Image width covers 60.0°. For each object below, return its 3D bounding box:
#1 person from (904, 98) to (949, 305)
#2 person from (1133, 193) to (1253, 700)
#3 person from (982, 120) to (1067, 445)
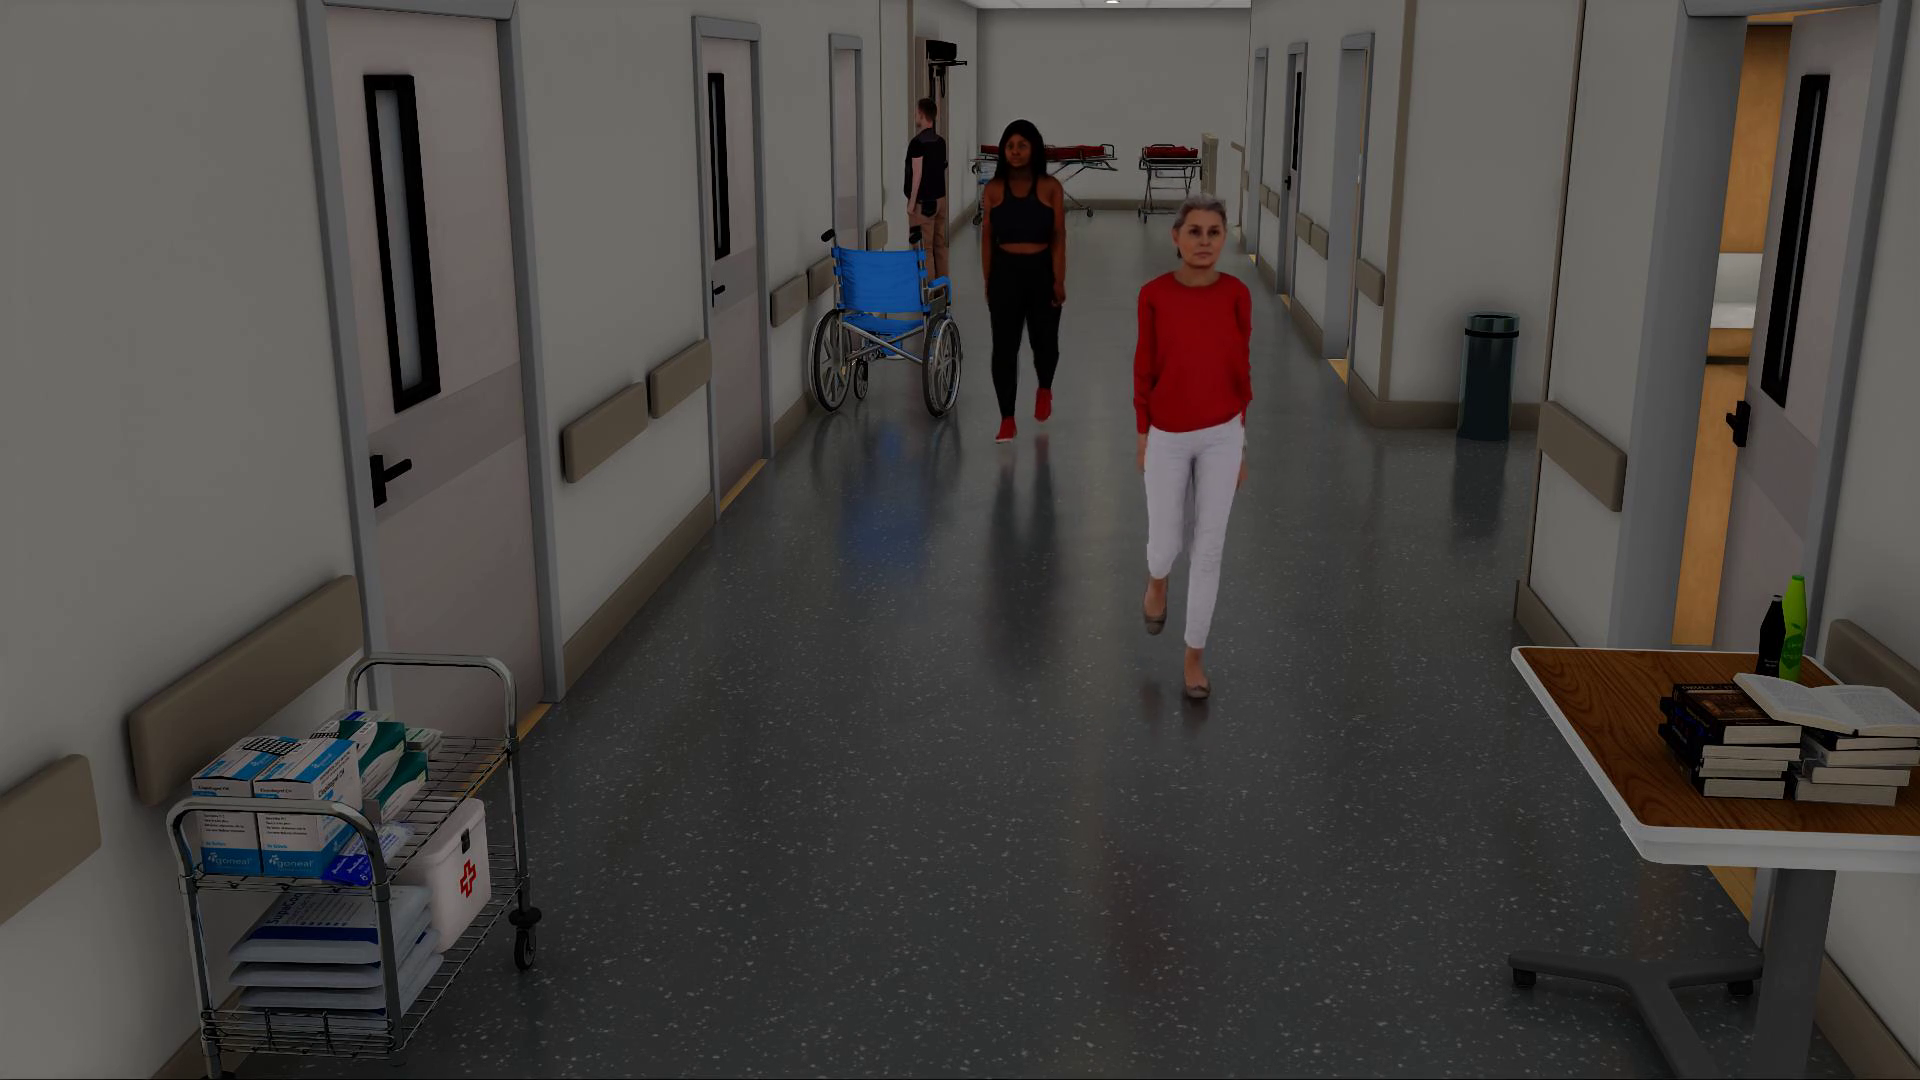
[{"bbox_3d":[-0.293,-3.104,15.237,0.818,1.842,0.666,8,18,26],"label":"person"},{"bbox_3d":[0.782,-0.329,5.701,0.593,1.677,0.880,0,16,-1],"label":"person"},{"bbox_3d":[0.395,-1.485,9.607,0.652,1.782,1.161,1,16,5],"label":"person"}]
